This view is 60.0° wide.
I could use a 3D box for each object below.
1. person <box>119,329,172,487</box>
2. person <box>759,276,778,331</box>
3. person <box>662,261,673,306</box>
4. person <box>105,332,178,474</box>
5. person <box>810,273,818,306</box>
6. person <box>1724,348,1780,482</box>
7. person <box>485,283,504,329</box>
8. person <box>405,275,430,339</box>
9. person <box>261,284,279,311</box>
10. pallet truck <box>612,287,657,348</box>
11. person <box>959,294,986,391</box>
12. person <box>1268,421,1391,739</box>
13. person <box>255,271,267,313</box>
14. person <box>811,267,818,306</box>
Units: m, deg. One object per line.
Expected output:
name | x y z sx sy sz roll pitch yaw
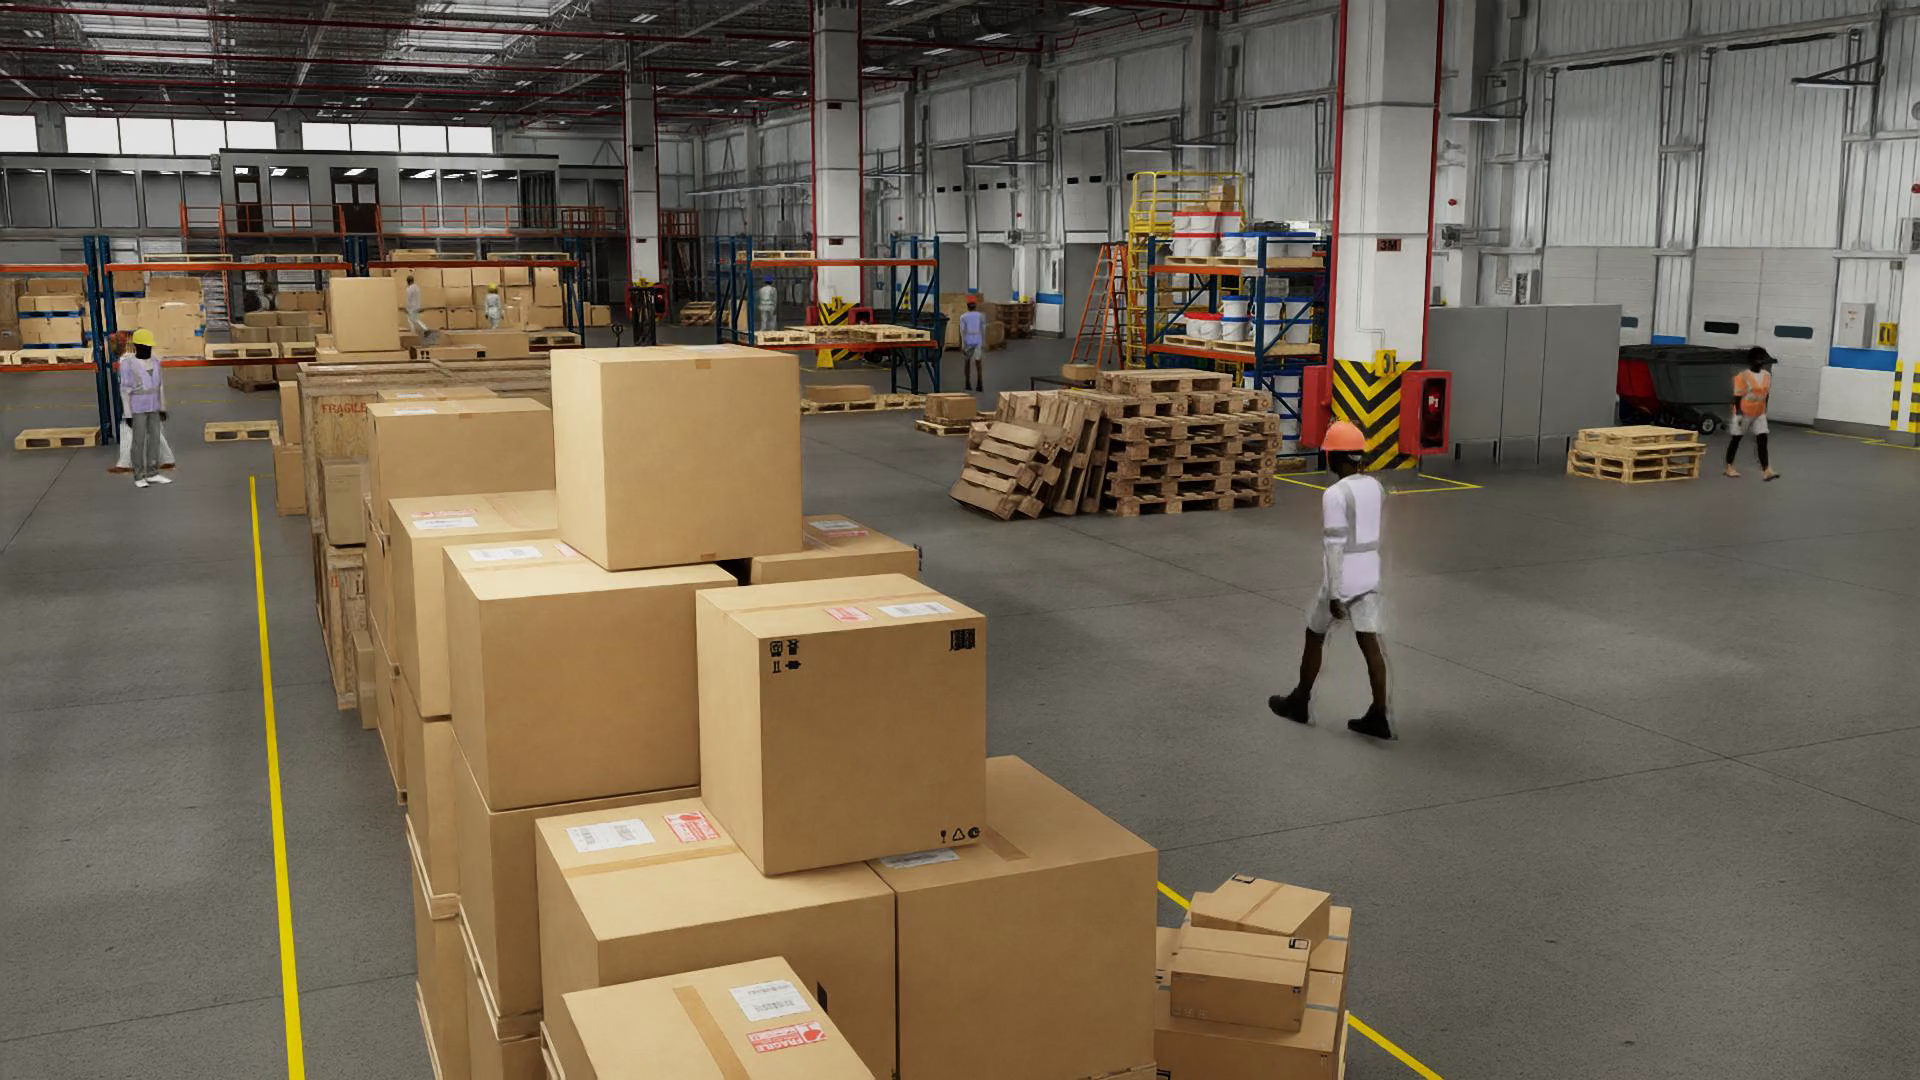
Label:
person | -9.856 -1.595 20.156 0.423 1.914 0.605 3 11 16
person | -5.590 -6.794 48.848 0.608 1.886 1.002 4 11 20
person | -13.077 -11.413 74.063 0.612 1.986 0.407 0 10 -2
person | -10.529 -1.755 21.324 0.839 1.830 0.596 -3 11 -15
person | -4.824 -8.214 56.922 0.661 1.810 0.515 -5 11 -24
person | 9.847 -1.556 20.633 0.548 1.645 0.857 -2 11 -12
person | -13.201 -6.431 47.330 0.500 1.717 0.727 4 11 21
person | -16.018 -6.807 48.878 0.568 1.922 0.633 2 11 13
person | -18.023 -5.790 43.575 0.929 1.809 0.515 9 14 41
pallet truck | -6.464 -4.406 35.401 0.823 1.965 1.885 6 12 32
person | 0.261 -3.865 32.686 0.534 1.915 0.855 -1 10 -8
person | 2.286 0.227 10.146 0.567 1.899 0.922 -8 13 -37
person | -24.524 -8.511 58.355 0.677 1.871 0.595 -2 11 -13
person | -5.606 -9.645 64.509 0.594 1.911 0.471 -6 12 -31
